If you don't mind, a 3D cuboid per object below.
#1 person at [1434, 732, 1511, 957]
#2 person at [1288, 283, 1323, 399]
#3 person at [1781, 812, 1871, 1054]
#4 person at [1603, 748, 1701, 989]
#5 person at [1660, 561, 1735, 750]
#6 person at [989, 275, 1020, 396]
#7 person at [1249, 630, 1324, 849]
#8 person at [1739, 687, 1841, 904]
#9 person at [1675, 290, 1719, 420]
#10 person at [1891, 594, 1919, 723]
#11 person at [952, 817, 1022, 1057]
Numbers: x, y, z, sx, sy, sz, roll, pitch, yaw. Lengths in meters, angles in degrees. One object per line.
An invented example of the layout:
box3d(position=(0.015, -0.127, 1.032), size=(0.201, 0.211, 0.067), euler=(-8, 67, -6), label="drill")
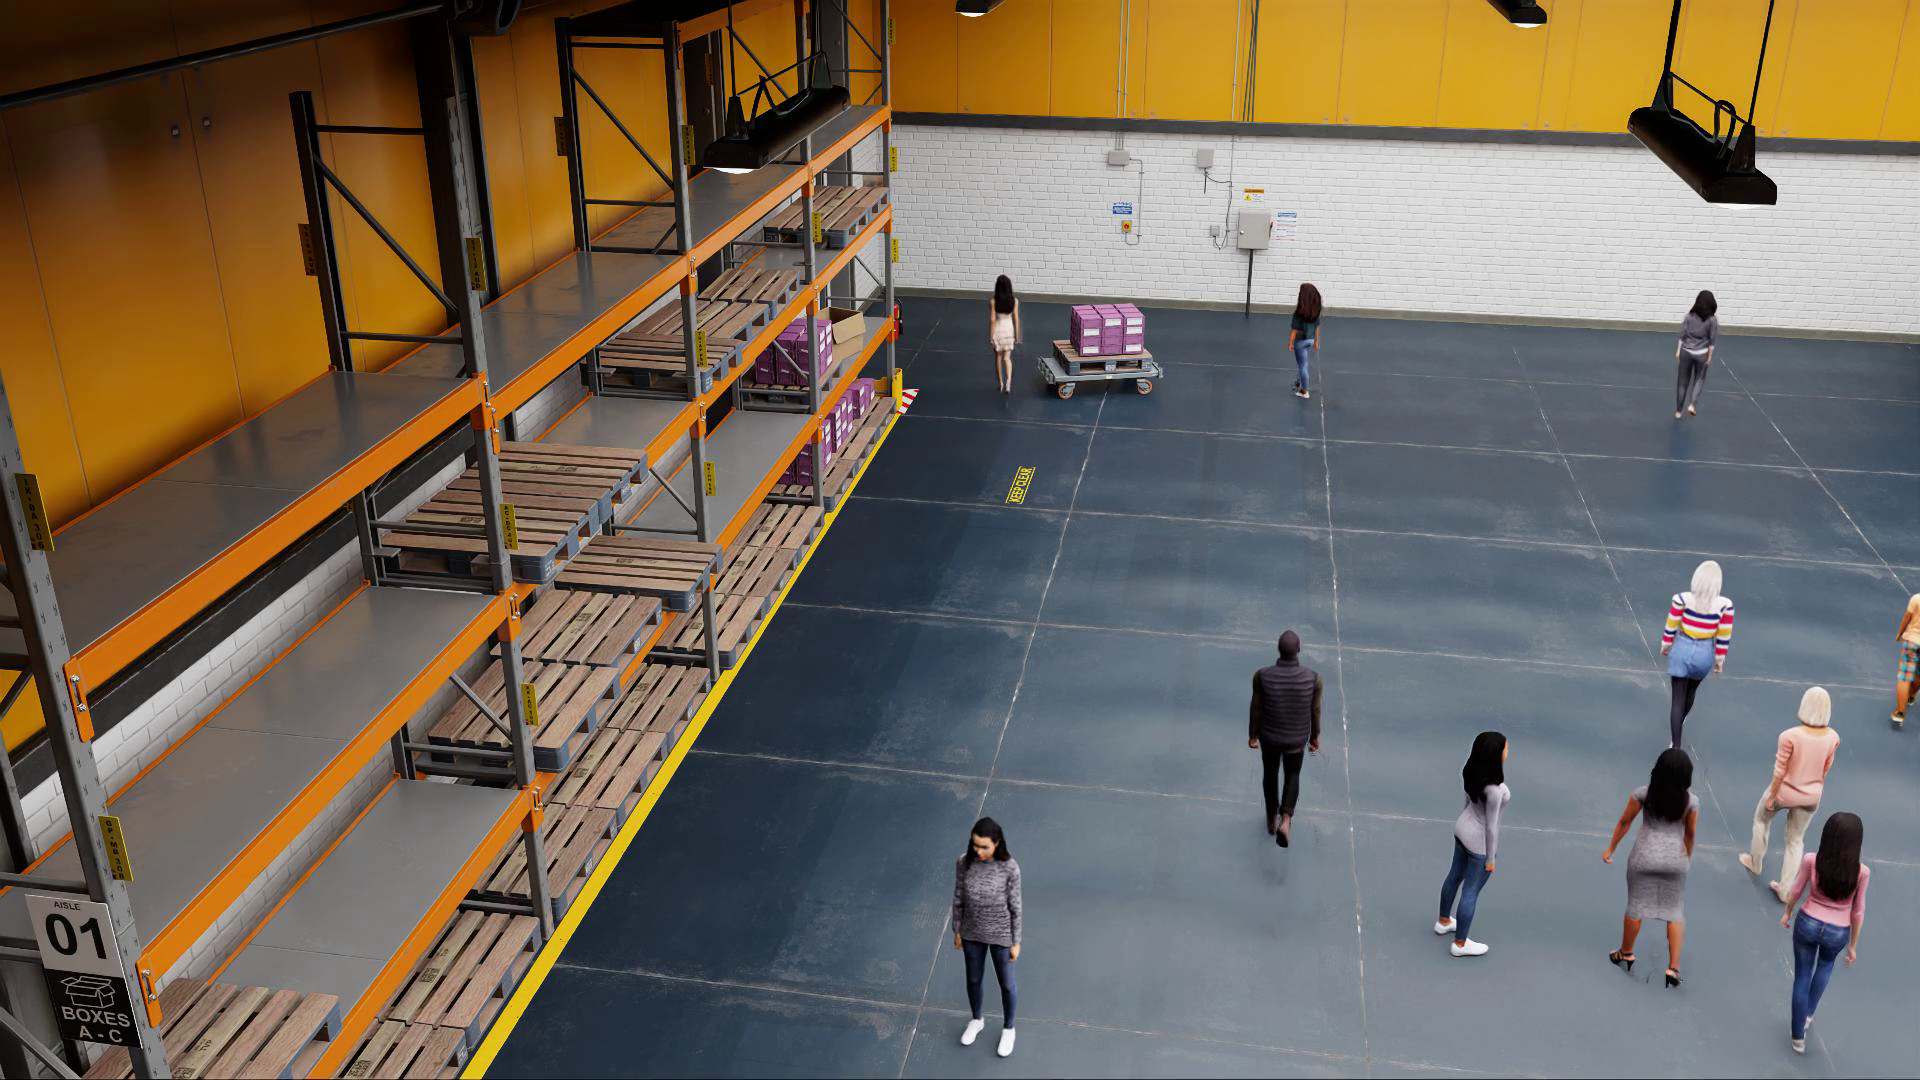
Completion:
box3d(position=(3.623, 2.124, 11.749), size=(0.723, 1.732, 0.581), euler=(-4, 24, -8), label="person")
box3d(position=(4.823, -2.738, 23.033), size=(0.746, 1.604, 0.806), euler=(-16, 28, -32), label="person")
box3d(position=(5.556, 2.566, 10.739), size=(0.701, 1.732, 0.775), euler=(11, 26, 23), label="person")
box3d(position=(4.816, 2.238, 11.424), size=(0.813, 1.784, 0.695), euler=(2, 24, 5), label="person")
box3d(position=(6.223, 1.049, 14.170), size=(0.794, 1.763, 1.155), euler=(8, 25, 18), label="person")
box3d(position=(0.606, -2.774, 22.975), size=(0.779, 1.716, 1.033), euler=(-4, 24, -9), label="person")
box3d(position=(2.508, 1.577, 12.892), size=(0.695, 1.819, 0.930), euler=(4, 24, 8), label="person")
box3d(position=(6.195, 1.915, 12.263), size=(0.690, 1.703, 0.842), euler=(0, 24, -1), label="person")
box3d(position=(9.766, -2.431, 22.148), size=(0.686, 1.751, 0.710), euler=(11, 26, 24), label="person")
box3d(position=(8.532, 0.959, 14.790), size=(0.666, 1.432, 1.020), euler=(10, 25, 21), label="person")
box3d(position=(0.193, 2.536, 10.807), size=(0.644, 1.732, 0.579), euler=(7, 25, 16), label="person")
